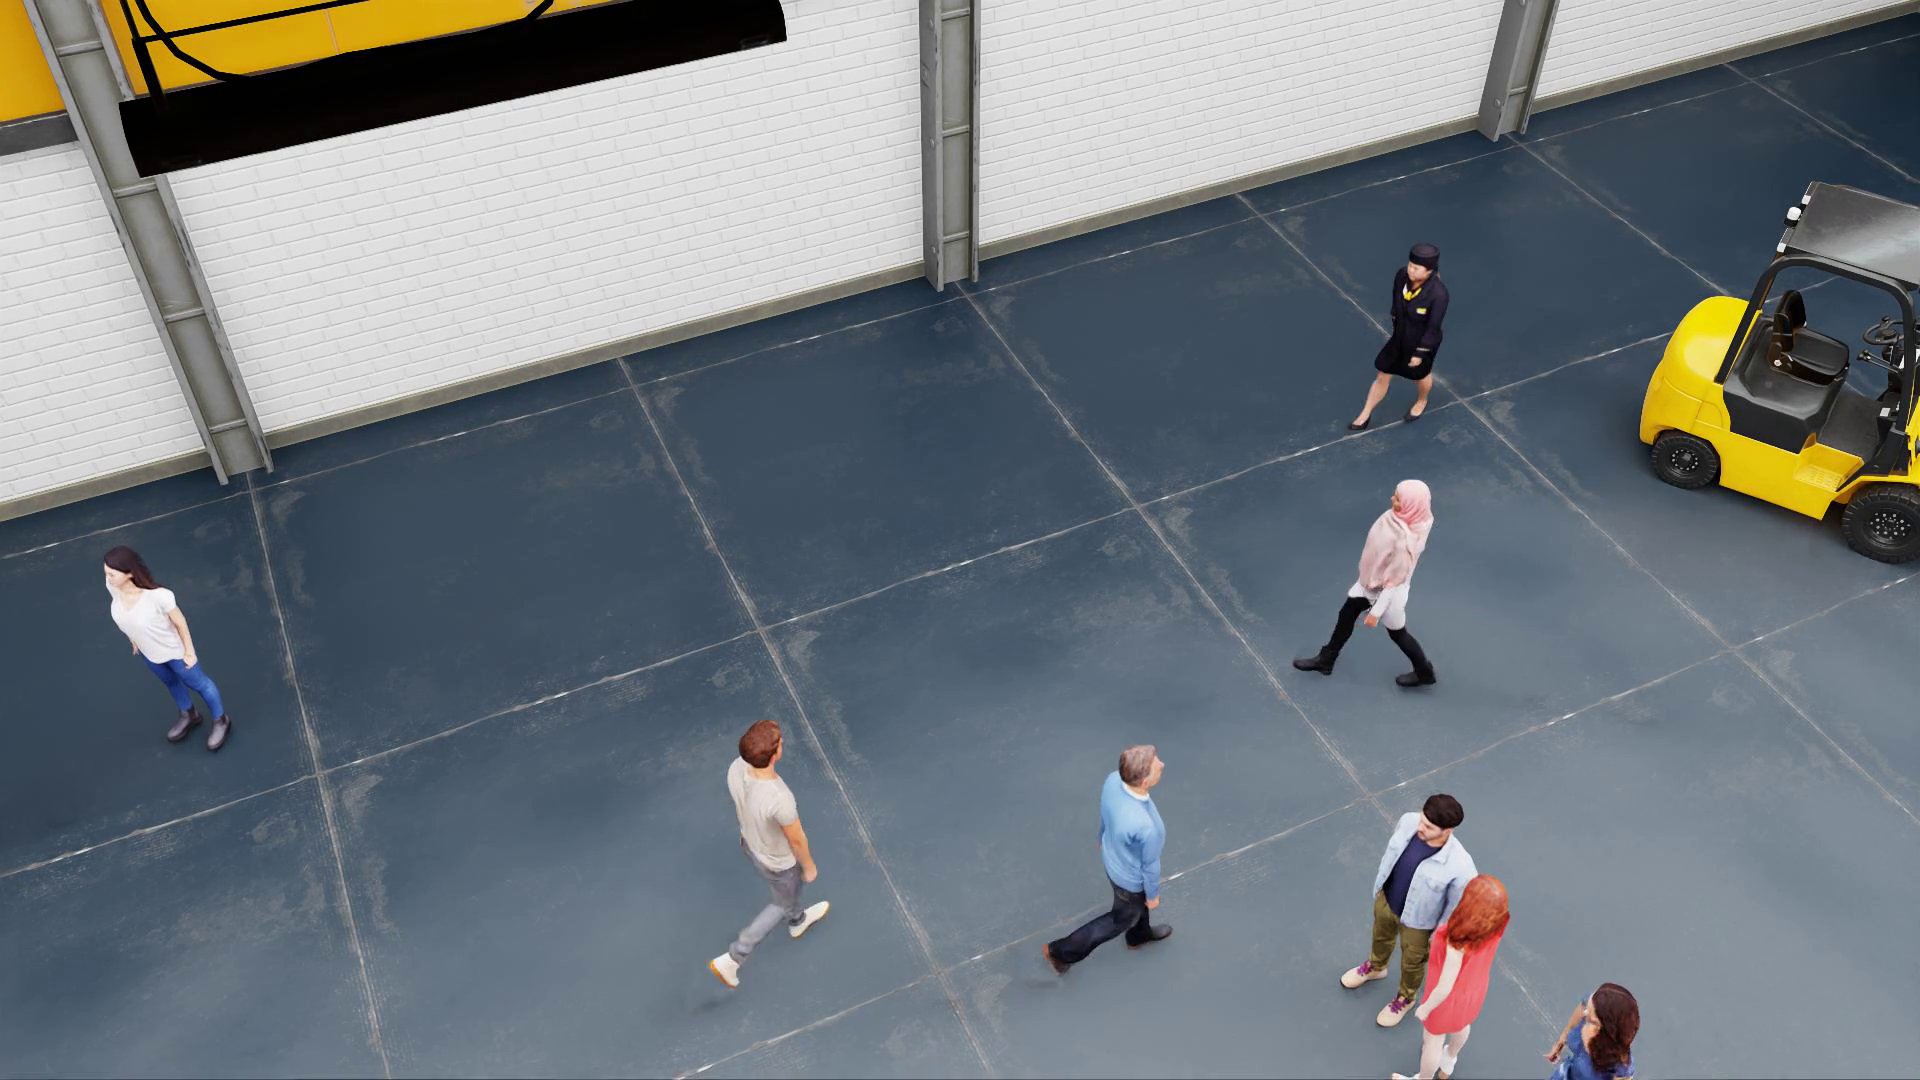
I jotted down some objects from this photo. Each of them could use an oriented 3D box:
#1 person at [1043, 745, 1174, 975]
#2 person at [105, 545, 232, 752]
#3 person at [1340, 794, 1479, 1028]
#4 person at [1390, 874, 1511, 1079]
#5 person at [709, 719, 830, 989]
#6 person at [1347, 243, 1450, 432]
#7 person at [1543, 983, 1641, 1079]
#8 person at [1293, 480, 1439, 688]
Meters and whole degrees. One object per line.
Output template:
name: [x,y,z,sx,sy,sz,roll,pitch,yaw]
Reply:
person: [0.850,1.779,9.055,1.104,1.800,0.764,-12,45,-13]
person: [-4.923,0.661,10.313,0.667,1.684,0.739,11,45,11]
person: [2.416,1.952,8.866,0.590,1.810,0.698,-23,48,-22]
person: [2.531,2.295,8.494,0.526,1.827,0.693,-28,50,-26]
person: [-1.087,1.731,9.054,1.168,1.871,0.860,-29,51,-27]
person: [3.522,-1.533,12.651,1.091,1.635,0.832,-28,50,-26]
person: [3.104,2.704,8.096,0.779,1.784,0.752,-3,44,-3]
person: [2.813,0.343,10.593,1.264,1.759,1.077,7,44,7]
